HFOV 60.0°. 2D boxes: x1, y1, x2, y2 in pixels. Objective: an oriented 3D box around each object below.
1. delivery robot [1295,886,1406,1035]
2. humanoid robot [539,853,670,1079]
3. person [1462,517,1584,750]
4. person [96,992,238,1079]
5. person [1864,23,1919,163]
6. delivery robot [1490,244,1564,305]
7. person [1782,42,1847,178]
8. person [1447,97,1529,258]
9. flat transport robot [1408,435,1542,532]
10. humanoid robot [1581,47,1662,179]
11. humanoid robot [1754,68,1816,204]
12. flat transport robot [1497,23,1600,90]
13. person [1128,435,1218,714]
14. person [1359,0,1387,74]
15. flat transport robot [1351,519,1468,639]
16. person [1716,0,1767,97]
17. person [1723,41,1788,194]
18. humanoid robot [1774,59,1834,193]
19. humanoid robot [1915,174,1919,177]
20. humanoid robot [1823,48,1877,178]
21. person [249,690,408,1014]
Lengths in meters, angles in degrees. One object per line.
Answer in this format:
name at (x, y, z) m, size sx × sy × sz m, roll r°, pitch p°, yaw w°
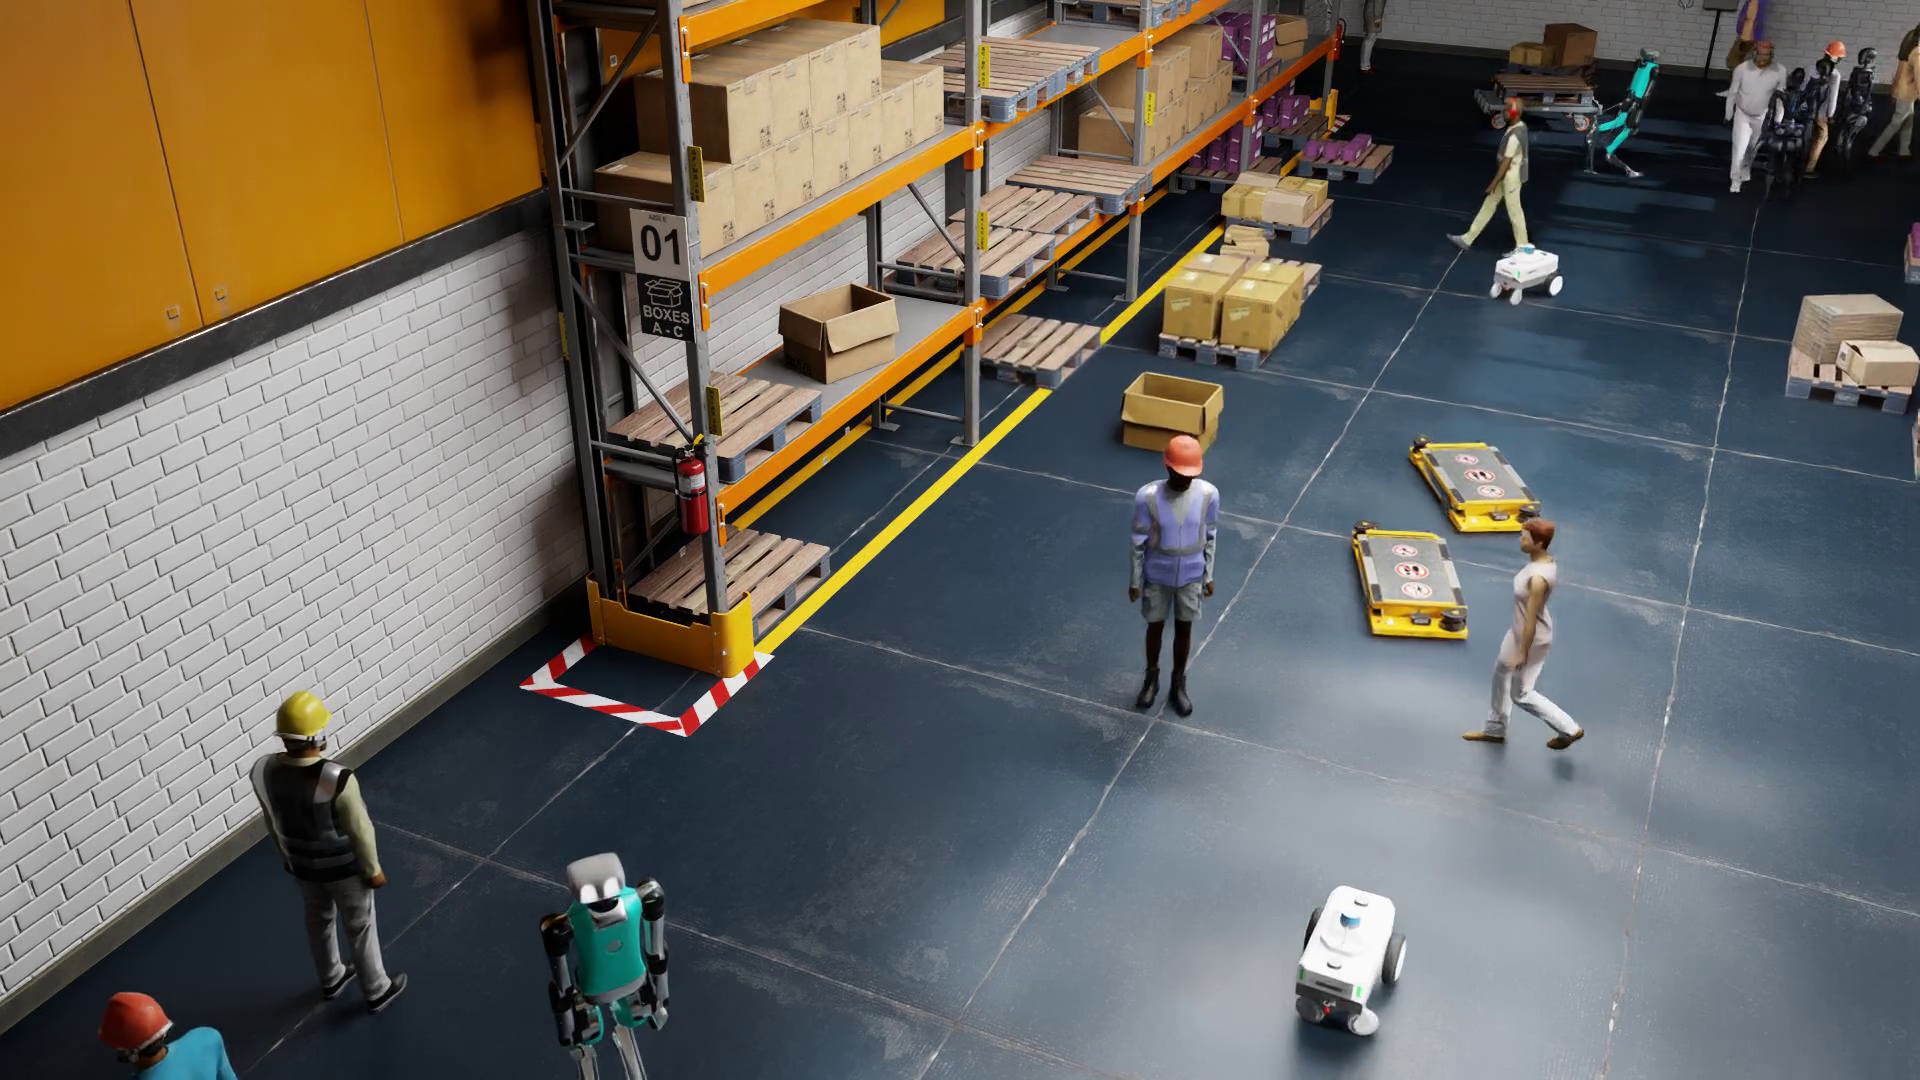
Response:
delivery robot at (1.995, 2.119, 8.518) m, size 0.524 × 0.614 × 0.785 m, roll 13°, pitch 31°, yaw 23°
humanoid robot at (-1.606, 2.003, 7.415) m, size 0.535 × 1.729 × 0.726 m, roll -16°, pitch 32°, yaw -27°
person at (3.540, 0.619, 10.135) m, size 0.628 × 1.632 × 0.457 m, roll 6°, pitch 29°, yaw 11°
person at (-3.169, 2.466, 6.625) m, size 0.846 × 1.711 × 0.570 m, roll 8°, pitch 29°, yaw 14°
person at (12.564, -5.912, 22.024) m, size 0.755 × 1.844 × 0.568 m, roll 6°, pitch 29°, yaw 11°
delivery robot at (6.022, -2.849, 17.701) m, size 0.777 × 0.587 × 0.499 m, roll -19°, pitch 34°, yaw -31°
person at (11.057, -5.553, 21.486) m, size 0.442 × 1.730 × 0.564 m, roll -9°, pitch 29°, yaw -15°
person at (6.049, -4.046, 18.621) m, size 0.954 × 1.791 × 0.567 m, roll 7°, pitch 29°, yaw 13°
flat transport robot at (4.197, -0.467, 13.594) m, size 0.659 × 0.231 × 1.431 m, roll -1°, pitch 28°, yaw -3°
humanoid robot at (8.348, -5.371, 21.178) m, size 1.031 × 1.738 × 0.546 m, roll -3°, pitch 28°, yaw -5°
humanoid robot at (10.148, -4.973, 20.478) m, size 0.608 × 1.648 × 0.360 m, roll 6°, pitch 29°, yaw 12°
flat transport robot at (9.211, -7.216, 26.108) m, size 1.431 × 0.231 × 0.659 m, roll 22°, pitch 35°, yaw 35°
person at (1.347, 0.223, 10.562) m, size 0.566 × 1.932 × 0.389 m, roll -2°, pitch 28°, yaw -4°
person at (6.668, -8.441, 26.750) m, size 0.365 × 1.824 × 0.511 m, roll 1°, pitch 28°, yaw 1°
flat transport robot at (3.284, 0.279, 12.212) m, size 0.659 × 0.231 × 1.431 m, roll 3°, pitch 28°, yaw 5°
person at (11.899, -7.630, 25.140) m, size 0.487 × 1.911 × 0.561 m, roll 15°, pitch 32°, yaw 26°
person at (10.034, -5.384, 21.032) m, size 0.688 × 1.864 × 0.939 m, roll 10°, pitch 30°, yaw 18°
humanoid robot at (10.725, -5.260, 21.057) m, size 0.560 × 1.653 × 0.603 m, roll 20°, pitch 34°, yaw 32°
humanoid robot at (12.749, -5.519, 21.471) m, size 0.390 × 1.644 × 0.609 m, roll 9°, pitch 30°, yaw 17°
humanoid robot at (11.545, -5.518, 21.483) m, size 0.332 × 1.657 × 0.593 m, roll 0°, pitch 28°, yaw -1°
person at (-3.115, 1.552, 8.219) m, size 0.593 × 1.824 × 0.403 m, roll 9°, pitch 30°, yaw 16°
